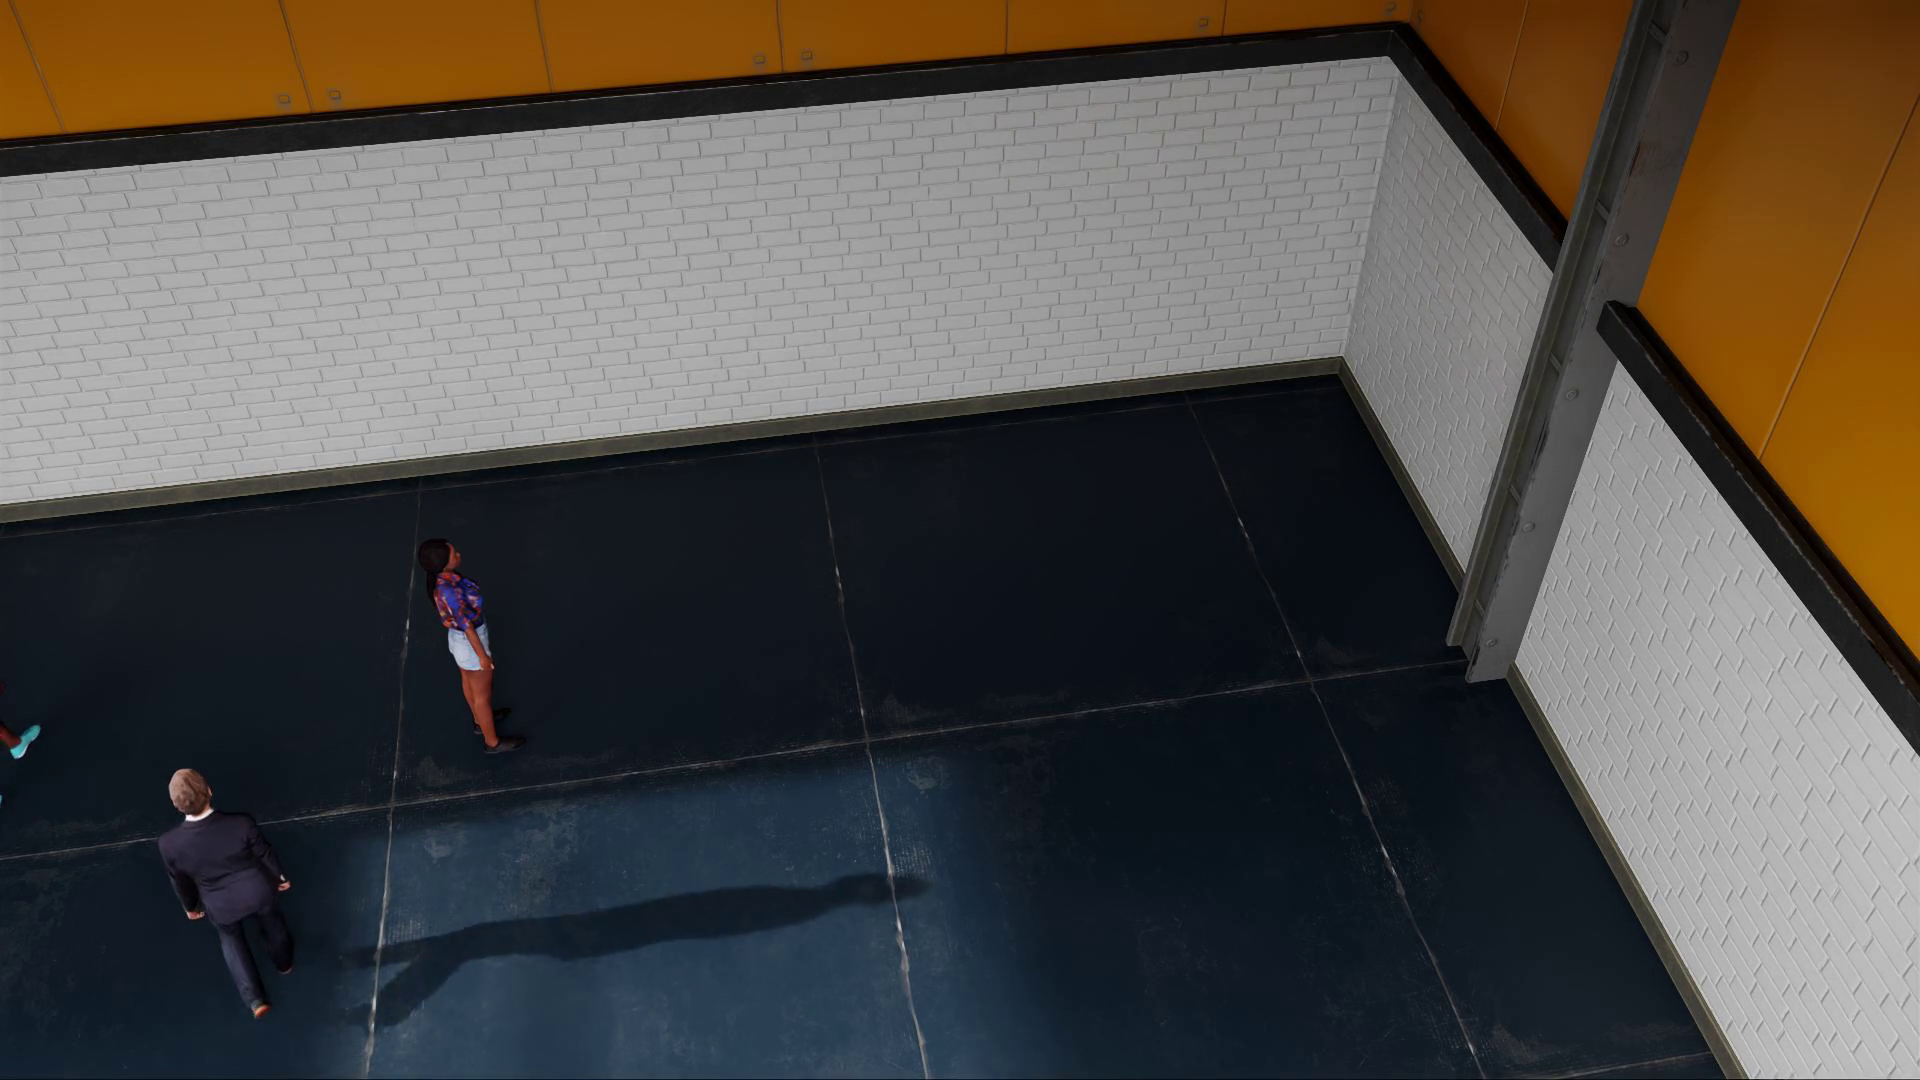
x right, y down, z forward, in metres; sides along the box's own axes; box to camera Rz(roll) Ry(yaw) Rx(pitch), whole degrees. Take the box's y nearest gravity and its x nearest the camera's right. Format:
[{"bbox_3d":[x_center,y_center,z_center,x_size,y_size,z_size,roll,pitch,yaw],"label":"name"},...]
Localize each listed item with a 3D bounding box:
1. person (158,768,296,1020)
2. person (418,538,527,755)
[{"bbox_3d":[-3.861,1.900,8.852,0.787,1.798,0.994,-15,46,-15],"label":"person"},{"bbox_3d":[-3.023,0.637,10.218,0.713,1.741,0.569,-22,48,-21],"label":"person"}]
